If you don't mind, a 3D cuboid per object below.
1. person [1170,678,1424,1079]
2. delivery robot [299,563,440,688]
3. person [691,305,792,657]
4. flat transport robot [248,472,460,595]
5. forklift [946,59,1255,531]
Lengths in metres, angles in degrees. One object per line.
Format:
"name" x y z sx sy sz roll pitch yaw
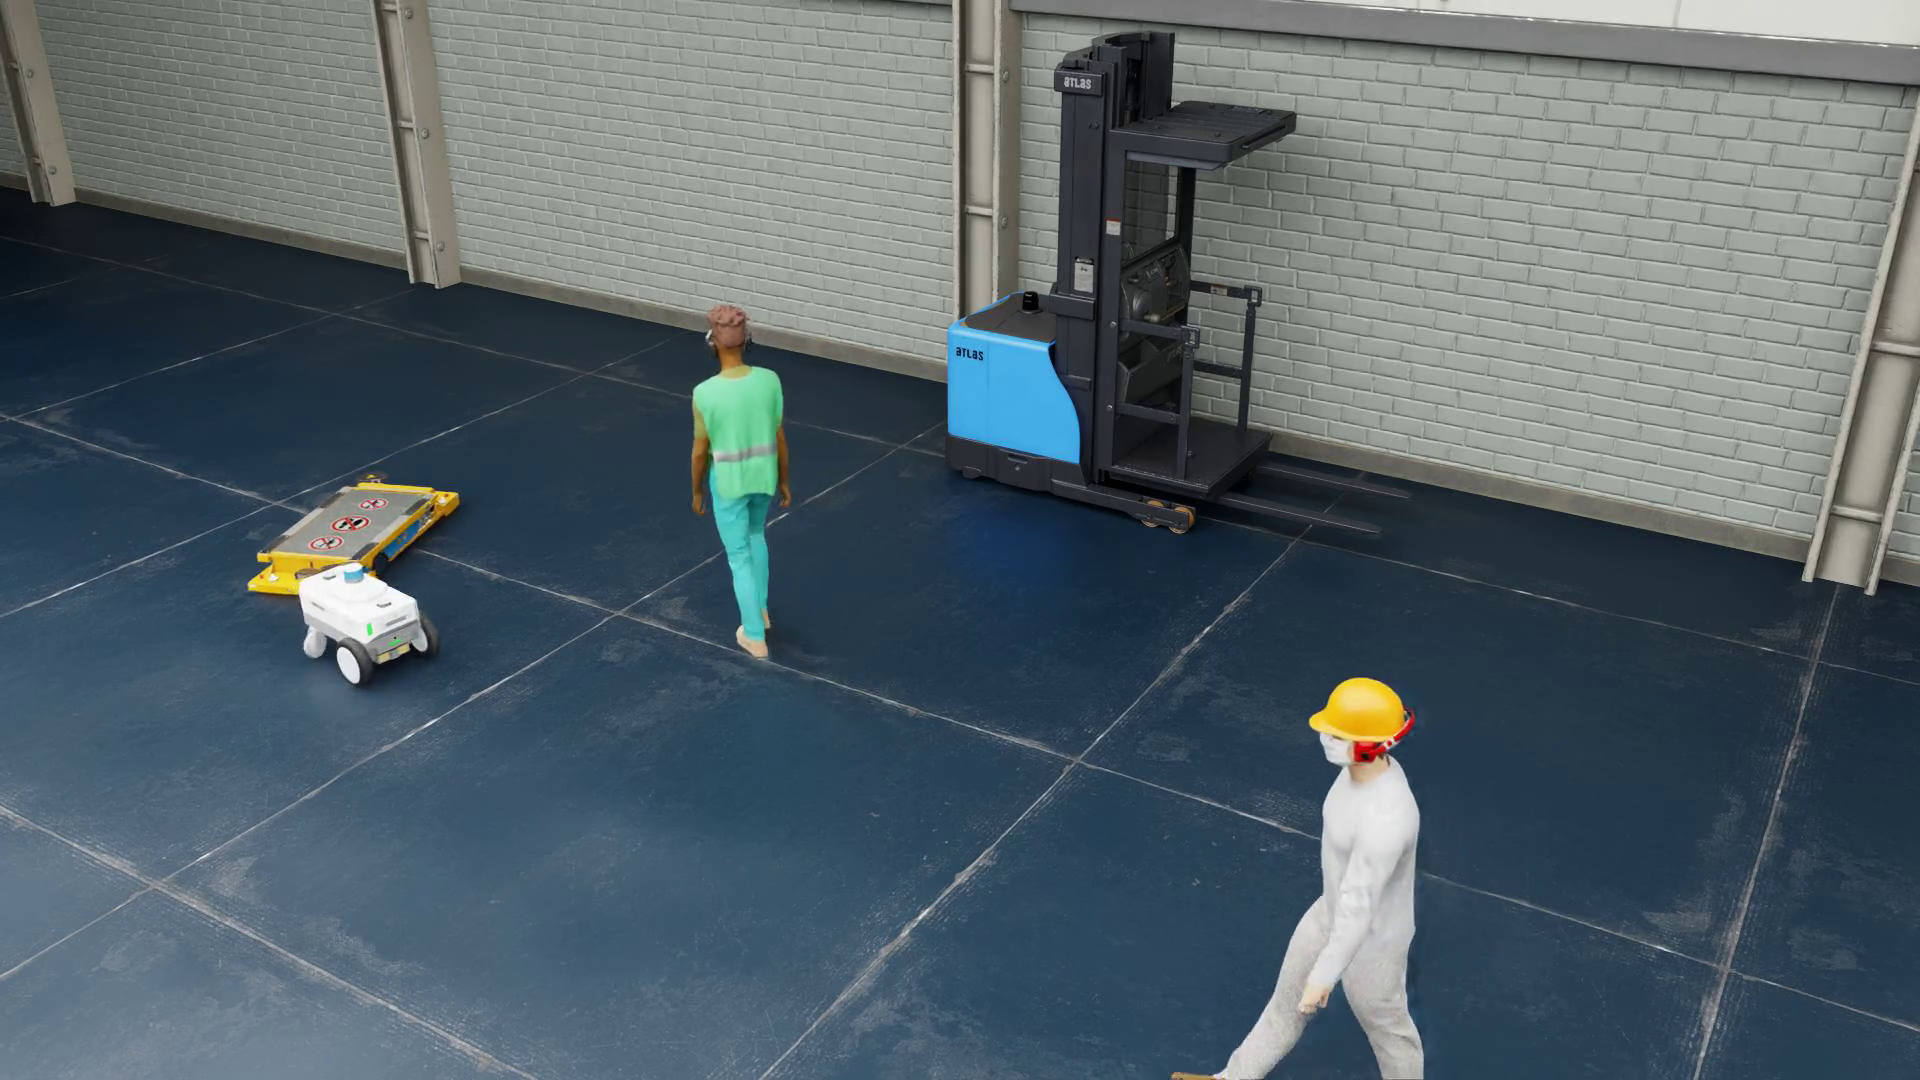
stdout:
"person" 1.245 1.313 5.625 0.956 1.846 0.594 -1 25 -2
"delivery robot" -3.239 0.437 9.021 0.785 0.614 0.526 19 31 35
"person" -1.216 -0.332 8.981 0.525 1.960 0.633 -15 29 -28
"flat transport robot" -3.738 -0.036 10.335 0.659 0.231 1.431 4 26 9
"forklift" 0.933 -1.707 10.833 1.873 2.768 1.129 15 29 28
